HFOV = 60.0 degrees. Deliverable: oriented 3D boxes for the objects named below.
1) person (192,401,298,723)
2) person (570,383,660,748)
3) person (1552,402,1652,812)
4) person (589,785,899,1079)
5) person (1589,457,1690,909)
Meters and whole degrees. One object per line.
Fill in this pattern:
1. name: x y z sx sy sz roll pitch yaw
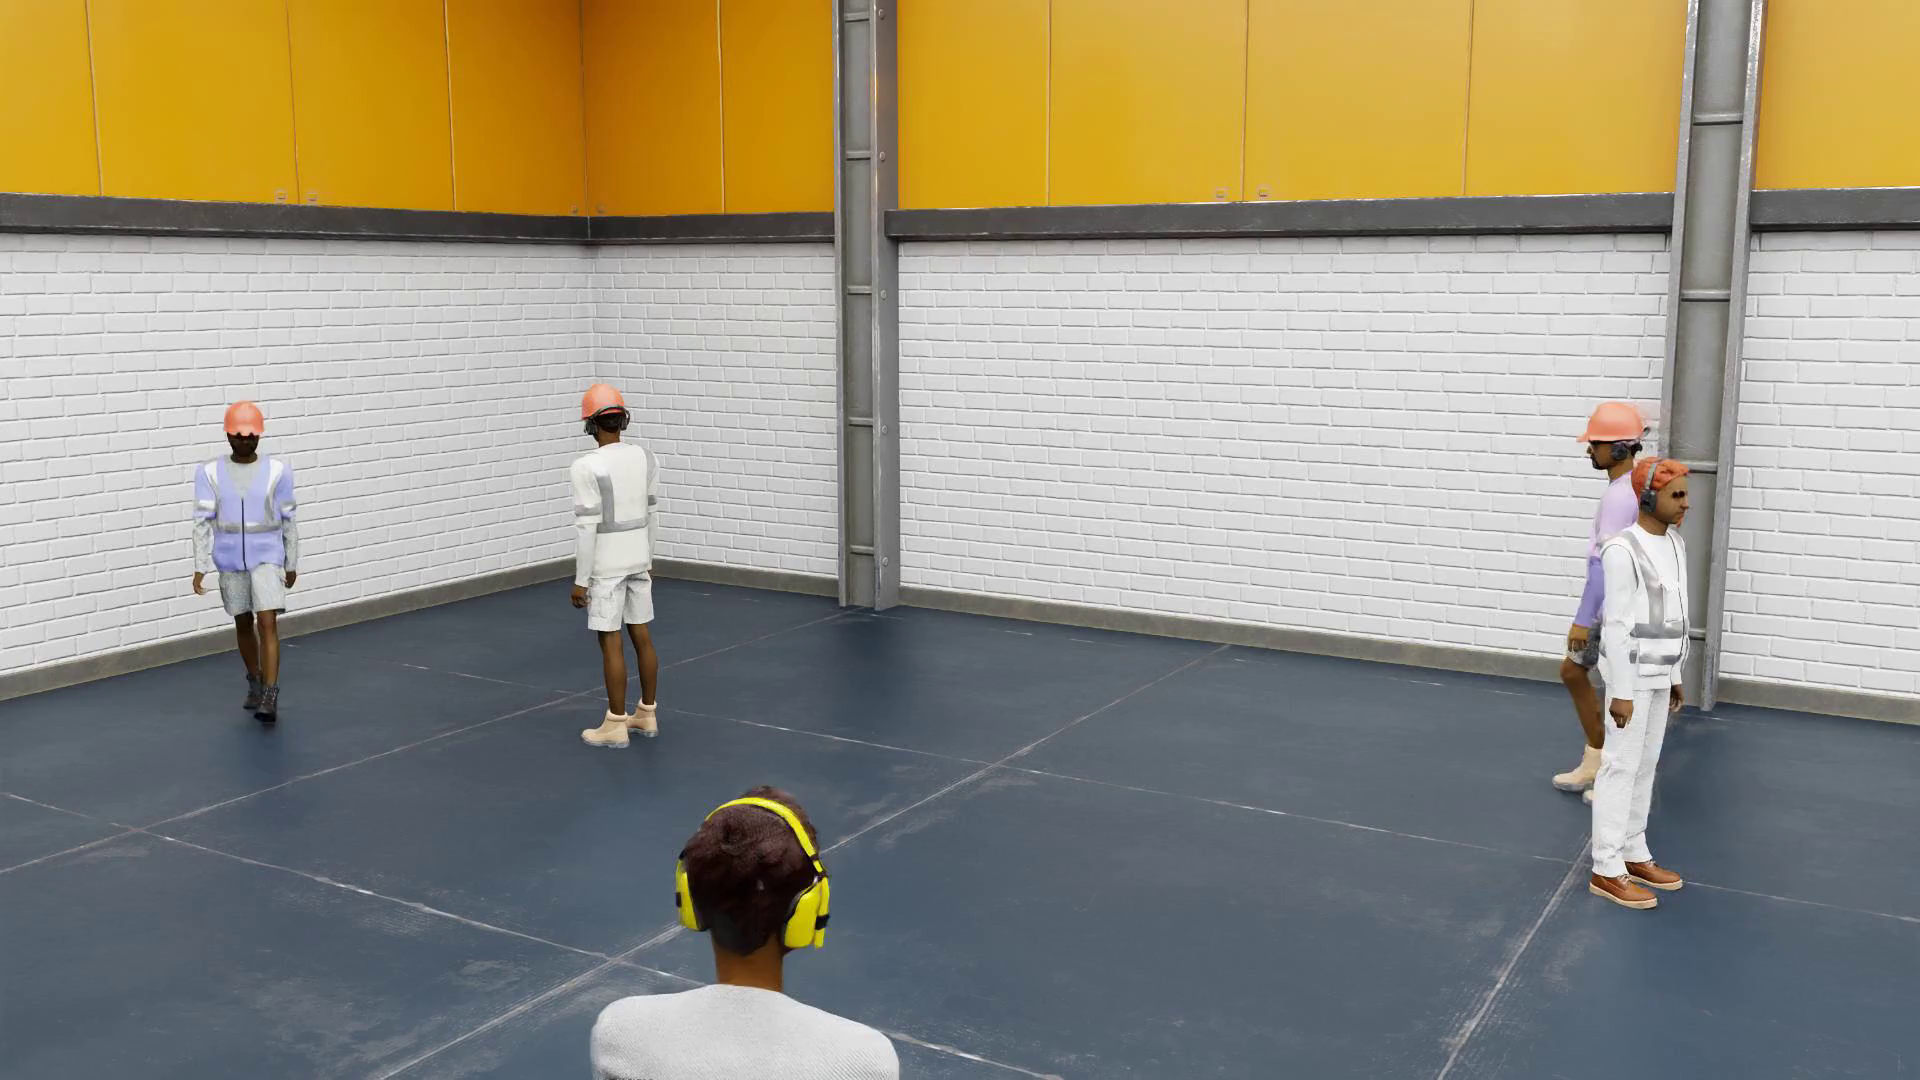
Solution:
1. person: -4.208 0.140 9.800 0.558 1.890 0.982 -2 9 -15
2. person: -1.949 0.145 9.326 0.394 2.038 0.605 6 11 34
3. person: 3.178 0.334 8.215 0.641 2.022 0.624 4 10 22
4. person: -0.328 1.302 2.631 0.542 1.870 0.320 2 9 10
5. person: 2.894 0.590 7.032 0.355 1.882 0.576 9 13 43
